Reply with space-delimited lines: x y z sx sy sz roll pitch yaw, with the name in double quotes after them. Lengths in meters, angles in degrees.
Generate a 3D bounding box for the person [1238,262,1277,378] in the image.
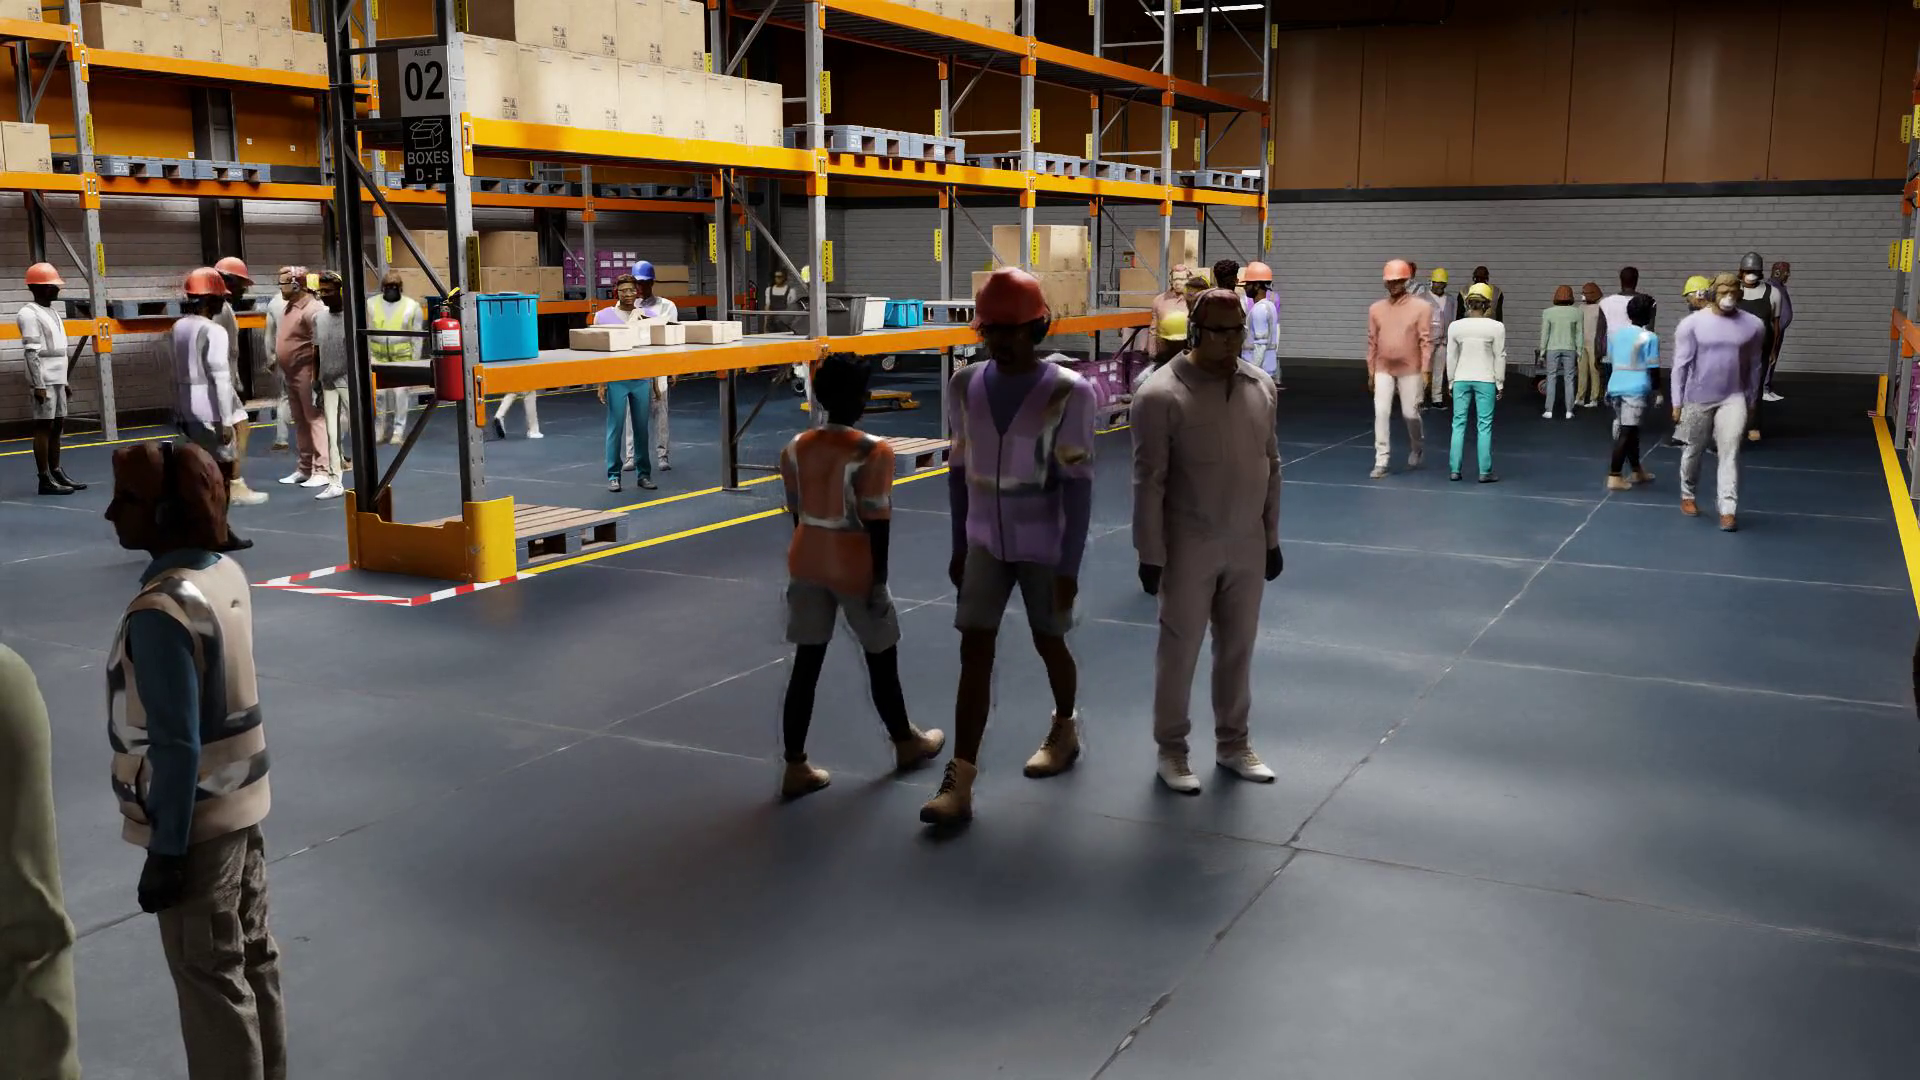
2.660 -1.518 14.960 0.361 1.938 0.546 3 10 16 "person"

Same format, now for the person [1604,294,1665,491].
5.829 -1.254 14.201 0.733 1.667 0.545 -3 10 -18 "person"

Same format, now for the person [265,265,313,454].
-6.680 -1.779 16.663 0.788 1.922 0.349 5 11 25 "person"

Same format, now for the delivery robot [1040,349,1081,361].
1.472 -2.649 25.236 0.707 0.478 0.477 -6 11 -31 "delivery robot"

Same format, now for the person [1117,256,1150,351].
2.573 -3.130 24.128 0.609 1.995 0.378 0 10 2 "person"

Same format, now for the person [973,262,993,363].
0.593 -3.883 28.877 0.618 1.853 1.041 -6 12 -33 "person"

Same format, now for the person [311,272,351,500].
-5.064 -1.248 13.598 0.533 1.868 0.310 2 10 10 "person"

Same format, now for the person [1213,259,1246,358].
2.458 -1.637 15.566 0.366 1.967 0.602 -8 12 -38 "person"

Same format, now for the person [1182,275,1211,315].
1.939 -1.265 13.800 0.414 1.836 0.549 -9 13 -42 "person"

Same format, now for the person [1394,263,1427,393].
6.406 -3.028 23.864 0.350 1.882 0.583 -6 11 -31 "person"

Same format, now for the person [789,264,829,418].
-1.460 -1.833 16.859 0.618 1.908 0.431 5 11 25 "person"

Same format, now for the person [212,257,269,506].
-5.911 -1.253 13.288 0.738 1.981 0.639 -5 11 -28 "person"

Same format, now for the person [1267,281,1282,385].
4.703 -3.177 25.485 0.562 1.619 0.376 -9 13 -41 "person"

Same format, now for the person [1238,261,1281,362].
3.343 -2.181 18.826 0.542 1.929 0.368 -1 10 -3 "person"

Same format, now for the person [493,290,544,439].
-4.842 -1.886 18.002 0.547 1.617 0.540 3 10 17 "person"

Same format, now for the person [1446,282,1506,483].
4.553 -1.382 14.678 0.525 1.765 0.319 7 12 34 "person"

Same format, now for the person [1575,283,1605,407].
8.262 -2.559 21.866 0.281 1.633 0.498 -4 11 -21 "person"

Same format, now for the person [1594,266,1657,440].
7.231 -2.030 18.107 0.604 1.886 0.904 3 10 18 "person"

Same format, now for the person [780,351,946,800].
-0.410 0.113 6.308 0.541 1.650 0.782 7 12 33 "person"

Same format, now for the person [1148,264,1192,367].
2.230 -1.861 17.042 0.643 1.908 0.411 3 10 19 "person"

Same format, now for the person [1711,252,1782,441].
8.468 -2.083 17.933 0.689 2.000 0.539 3 10 19 "person"

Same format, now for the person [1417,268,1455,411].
6.108 -2.572 21.378 0.600 1.827 0.404 -3 10 -18 "person"

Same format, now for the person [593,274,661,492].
-2.831 -1.340 14.195 0.567 1.846 0.389 -5 11 -28 "person"

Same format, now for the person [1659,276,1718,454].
7.501 -1.765 16.863 0.648 1.787 0.603 -1 10 -7 "person"

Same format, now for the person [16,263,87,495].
-7.641 -1.349 13.982 0.357 1.938 0.542 -1 10 -7 "person"

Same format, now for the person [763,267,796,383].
-2.805 -3.403 26.256 0.518 1.817 0.861 3 10 19 "person"

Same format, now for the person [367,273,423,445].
-5.966 -1.885 17.464 0.659 1.811 0.584 -2 10 -10 "person"

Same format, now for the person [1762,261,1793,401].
11.201 -2.866 22.858 0.409 1.908 0.638 7 12 36 "person"

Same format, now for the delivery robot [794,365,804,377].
-2.035 -2.372 23.634 0.707 0.478 0.477 -1 10 -3 "delivery robot"

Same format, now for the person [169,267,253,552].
-5.085 -0.856 11.149 0.555 1.927 0.523 6 12 32 "person"

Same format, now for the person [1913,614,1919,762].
2.416 0.492 3.756 0.480 1.805 1.054 7 12 37 "person"

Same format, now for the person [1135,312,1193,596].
1.225 -0.455 9.507 0.492 1.683 0.915 -1 10 -3 "person"

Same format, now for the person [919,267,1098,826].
0.210 0.001 6.075 0.618 1.976 1.095 5 11 26 "person"

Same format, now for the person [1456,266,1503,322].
7.181 -2.869 23.064 0.623 1.843 0.430 2 10 9 "person"

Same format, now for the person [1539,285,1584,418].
7.369 -2.304 20.390 0.507 1.631 0.275 2 10 13 "person"

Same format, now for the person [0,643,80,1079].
-1.296 0.720 1.836 0.608 1.996 0.379 -1 10 -3 "person"

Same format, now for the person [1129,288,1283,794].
0.949 0.005 6.279 0.652 1.896 0.402 -5 11 -28 "person"

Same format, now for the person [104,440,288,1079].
-1.624 0.601 3.548 0.306 1.641 0.523 -2 10 -10 "person"

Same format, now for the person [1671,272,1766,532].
5.633 -1.054 12.434 0.647 1.892 1.031 2 10 12 "person"

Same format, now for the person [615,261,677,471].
-2.920 -1.611 15.471 0.601 1.948 0.386 -1 10 -5 "person"

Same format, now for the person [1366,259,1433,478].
4.001 -1.560 15.120 0.618 1.972 0.754 6 12 32 "person"

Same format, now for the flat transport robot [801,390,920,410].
-1.269 -1.784 21.322 1.431 0.197 0.652 -8 13 -39 "flat transport robot"

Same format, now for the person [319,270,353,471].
-5.763 -1.545 15.325 0.572 1.868 0.454 9 13 41 "person"

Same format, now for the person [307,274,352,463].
-6.073 -1.591 15.719 0.586 1.823 0.403 1 10 4 "person"

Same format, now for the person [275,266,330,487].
-5.715 -1.409 14.434 0.643 1.905 0.400 10 14 44 "person"
